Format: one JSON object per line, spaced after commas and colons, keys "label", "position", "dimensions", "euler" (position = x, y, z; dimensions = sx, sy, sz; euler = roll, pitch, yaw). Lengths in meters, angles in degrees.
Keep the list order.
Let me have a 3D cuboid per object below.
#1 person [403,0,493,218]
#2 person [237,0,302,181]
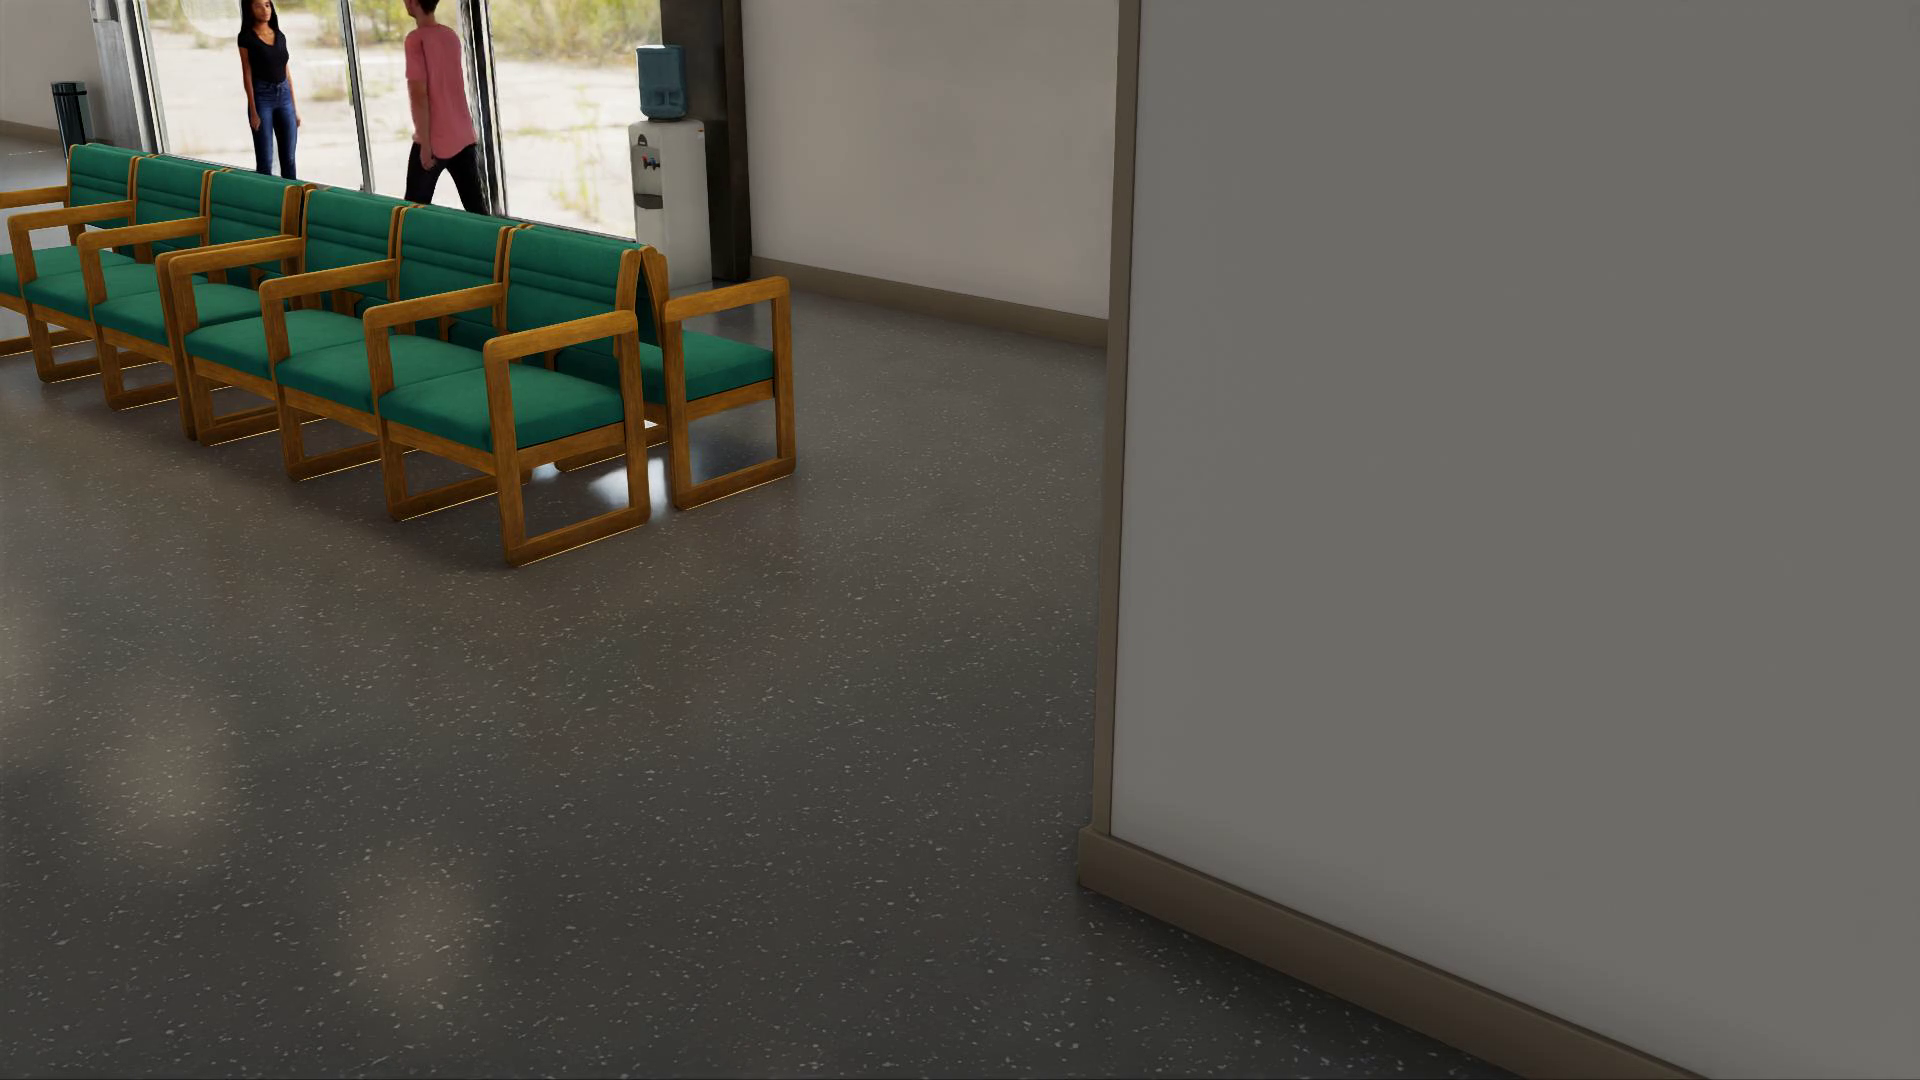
{"label": "person", "position": [-3.013, -2.352, 9.968], "dimensions": [0.989, 1.903, 1.214], "euler": [8, 22, 20]}
{"label": "person", "position": [-5.212, -3.251, 12.574], "dimensions": [0.624, 1.740, 0.480], "euler": [14, 25, 33]}
